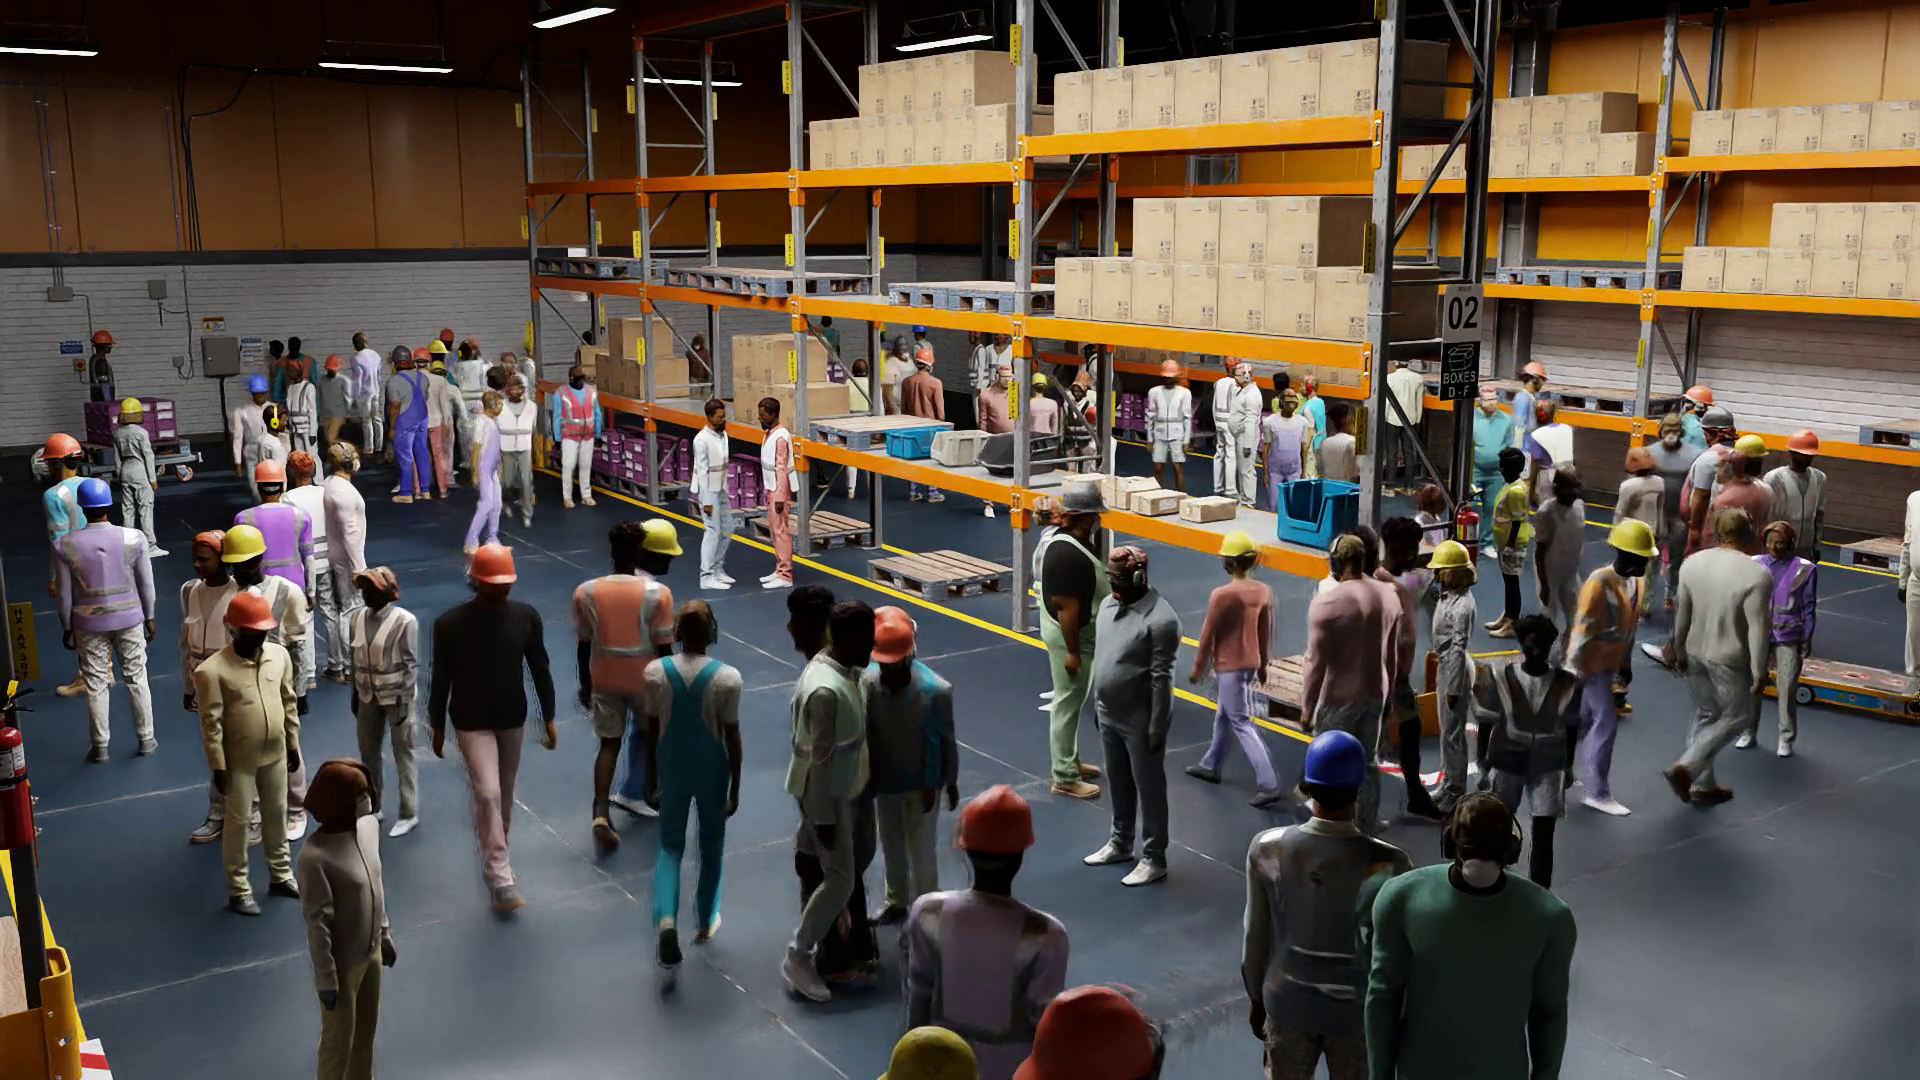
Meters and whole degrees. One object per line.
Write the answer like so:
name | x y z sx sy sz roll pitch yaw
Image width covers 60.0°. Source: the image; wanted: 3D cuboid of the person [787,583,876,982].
person | -0.636 1.176 8.145 0.504 1.919 0.658 1 11 7

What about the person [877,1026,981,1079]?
person | -0.049 2.039 4.181 0.324 1.743 0.490 -2 11 -10

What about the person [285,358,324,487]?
person | -8.505 -1.418 21.548 0.573 1.876 0.356 8 14 35

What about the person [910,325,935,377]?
person | -0.641 -2.654 27.673 0.406 1.947 0.606 5 12 26

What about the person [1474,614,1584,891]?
person | 2.989 1.185 8.801 0.546 1.643 0.883 3 11 13

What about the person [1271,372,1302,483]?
person | 4.377 -1.388 21.946 0.571 1.661 0.756 -8 13 -35

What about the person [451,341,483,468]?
person | -7.227 -1.991 24.468 0.514 1.876 0.328 -9 14 -37

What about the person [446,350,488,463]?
person | -7.209 -1.956 24.464 0.670 1.827 0.571 -6 12 -26

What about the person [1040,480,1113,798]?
person | 0.784 0.615 10.703 0.536 2.000 0.688 1 11 5

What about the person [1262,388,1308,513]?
person | 3.552 -0.750 18.228 0.502 1.837 0.346 -1 11 -6

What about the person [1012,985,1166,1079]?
person | 0.238 1.980 3.773 0.764 2.016 0.627 -6 12 -27

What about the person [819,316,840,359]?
person | -2.536 -3.411 31.811 0.508 1.846 0.345 -6 13 -28

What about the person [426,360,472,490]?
person | -6.960 -1.540 22.473 0.669 1.762 0.404 -1 11 -6

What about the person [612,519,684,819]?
person | -1.911 0.796 10.170 0.439 1.899 0.692 -6 13 -29

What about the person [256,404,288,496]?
person | -6.762 -0.416 16.470 0.338 1.856 0.525 -9 14 -38

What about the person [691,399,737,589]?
person | -2.464 -0.457 16.567 0.405 1.910 0.603 3 11 14

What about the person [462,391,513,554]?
person | -5.198 -0.726 18.246 0.415 1.799 0.613 0 11 1

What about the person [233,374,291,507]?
person | -7.993 -0.957 19.062 0.617 1.918 0.904 -5 12 -23

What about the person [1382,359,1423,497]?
person | 5.809 -1.568 21.992 0.625 1.992 0.389 -3 12 -17

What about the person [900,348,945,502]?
person | -0.469 -1.483 21.559 0.626 1.992 0.387 6 12 27

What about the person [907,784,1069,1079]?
person | 0.062 1.735 5.338 0.555 1.908 0.893 4 12 18

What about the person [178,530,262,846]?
person | -4.336 0.871 9.803 0.575 1.883 0.355 3 11 14

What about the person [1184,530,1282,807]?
person | 1.777 0.797 10.574 0.526 1.727 0.884 -10 15 -42

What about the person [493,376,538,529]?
person | -5.332 -1.067 19.874 0.583 1.825 0.704 -6 13 -28

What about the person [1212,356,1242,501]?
person | 3.508 -1.452 21.691 0.358 1.882 0.574 -5 12 -26

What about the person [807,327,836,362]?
person | -2.543 -3.028 30.202 0.589 1.701 0.570 5 12 23

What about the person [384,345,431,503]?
person | -7.200 -1.507 21.563 0.536 2.000 0.672 6 12 26

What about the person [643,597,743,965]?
person | -1.341 1.203 8.260 0.534 1.823 0.738 0 11 1

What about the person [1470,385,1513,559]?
person | 5.650 -0.725 17.944 0.669 1.898 0.397 -2 11 -11

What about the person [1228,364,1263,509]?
person | 3.494 -1.224 20.492 0.400 1.900 0.647 0 11 0

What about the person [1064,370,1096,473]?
person | 1.641 -1.473 22.433 0.509 1.632 0.267 1 11 4

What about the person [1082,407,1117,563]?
person | 1.410 -0.509 17.214 0.337 1.743 0.560 5 12 26

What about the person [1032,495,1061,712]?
person | 0.695 0.469 12.526 0.324 1.627 0.529 1 11 5

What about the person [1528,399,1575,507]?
person | 6.125 -0.553 17.269 0.582 1.810 0.483 -8 13 -34

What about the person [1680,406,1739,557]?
person | 6.699 -0.197 14.862 0.683 2.000 0.536 -7 13 -32

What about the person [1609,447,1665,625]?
person | 6.154 -0.041 15.126 0.522 1.614 0.416 -5 12 -24

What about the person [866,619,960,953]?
person | -0.314 1.228 8.454 0.587 1.713 0.687 3 11 16

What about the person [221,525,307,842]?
person | -4.151 0.847 9.834 0.589 1.918 0.391 0 11 2

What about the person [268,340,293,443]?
person | -11.072 -2.420 27.153 0.319 1.692 0.536 -10 15 -41

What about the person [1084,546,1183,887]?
person | 0.940 0.966 9.276 0.404 1.902 0.654 -7 13 -33

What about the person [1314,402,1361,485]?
person | 3.706 -0.338 15.894 0.367 1.935 0.776 -7 13 -33

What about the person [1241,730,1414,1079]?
person | 1.287 1.619 5.837 0.605 1.939 0.416 6 12 27

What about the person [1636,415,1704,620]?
person | 6.499 -0.198 15.259 0.647 1.886 1.017 5 12 23

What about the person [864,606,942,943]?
person | -0.326 1.185 8.566 0.351 1.738 0.574 -11 15 -44

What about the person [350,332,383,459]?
person | -9.079 -2.203 25.403 0.373 1.935 0.628 3 12 16

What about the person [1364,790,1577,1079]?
person | 1.600 1.723 5.294 0.629 1.940 0.373 3 11 13

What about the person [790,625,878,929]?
person | -0.620 1.231 8.393 0.514 1.714 0.457 -7 13 -33

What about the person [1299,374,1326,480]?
person | 4.143 -1.041 19.678 0.389 1.847 0.567 4 12 21

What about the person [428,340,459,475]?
person | -7.466 -1.892 23.829 0.369 1.927 0.588 -8 14 -35

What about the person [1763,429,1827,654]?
person | 7.040 0.017 14.062 0.543 1.929 0.386 -1 11 -5
